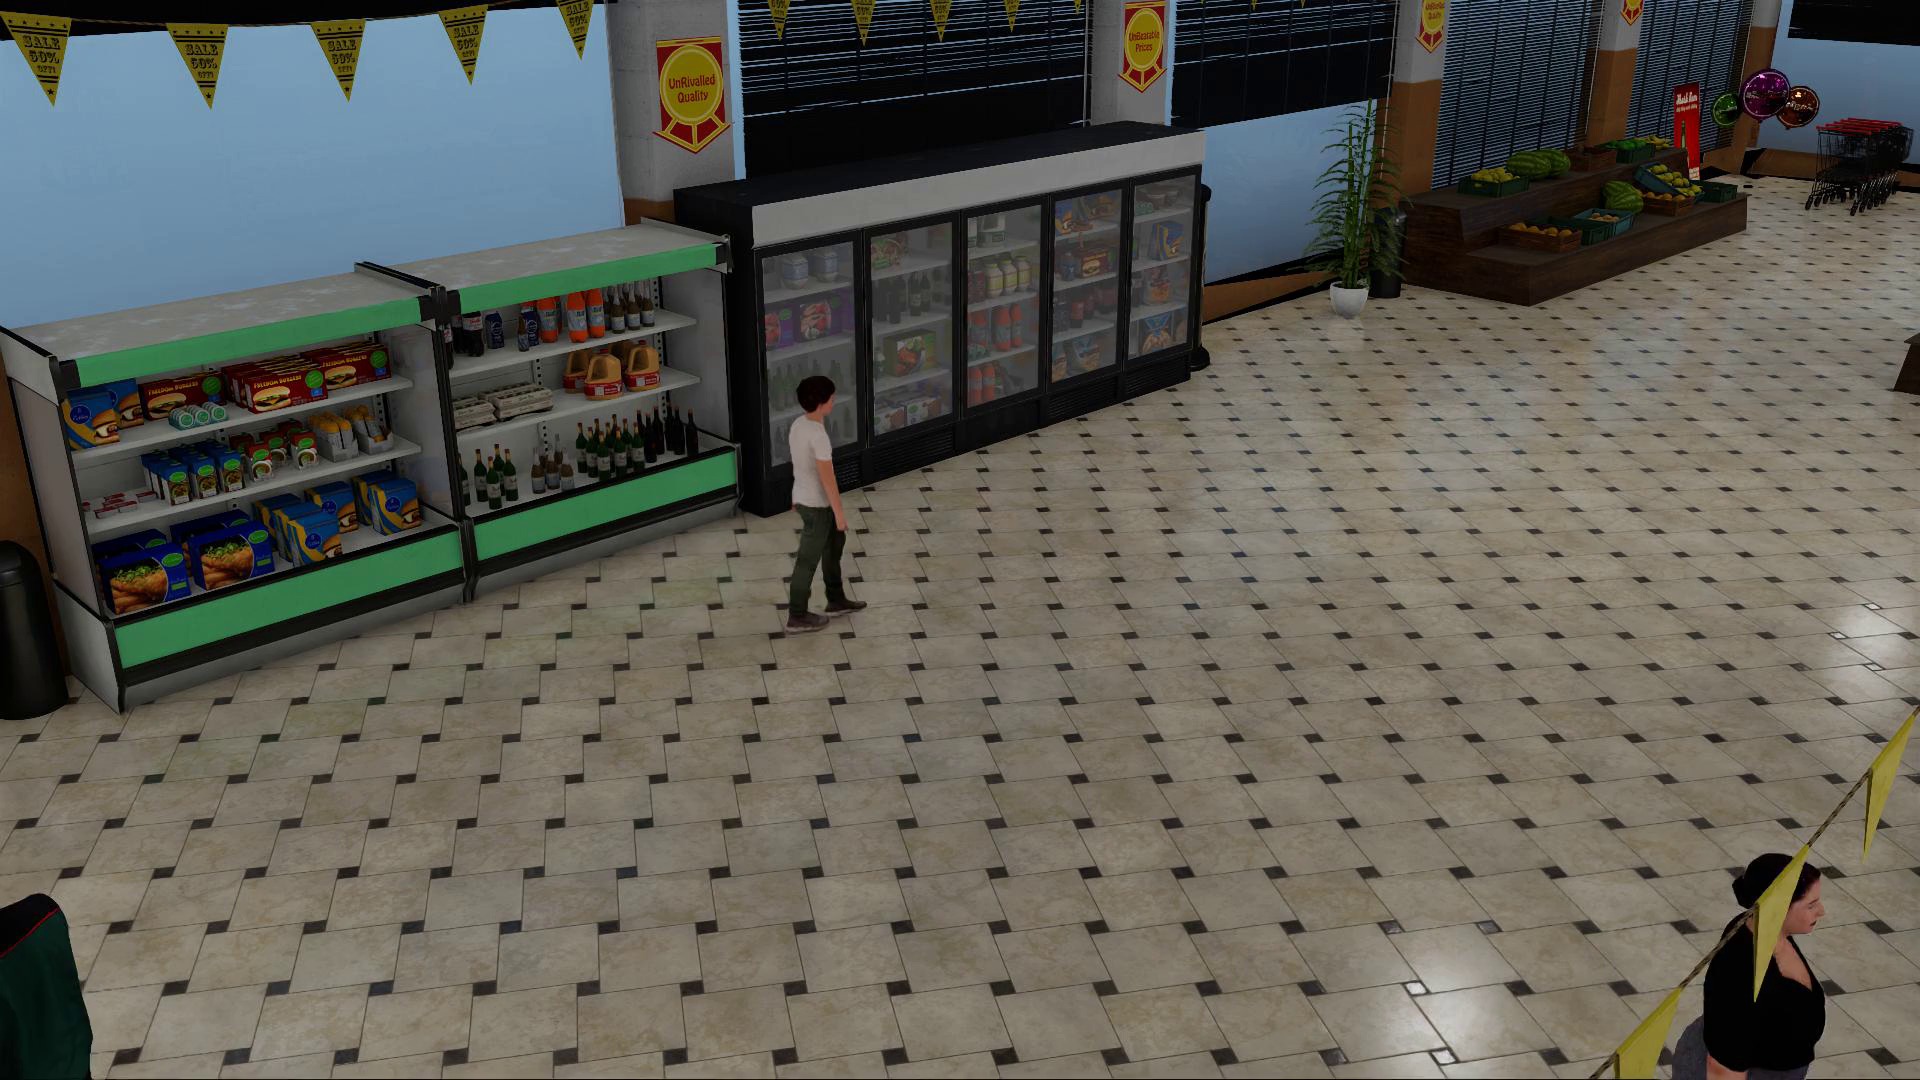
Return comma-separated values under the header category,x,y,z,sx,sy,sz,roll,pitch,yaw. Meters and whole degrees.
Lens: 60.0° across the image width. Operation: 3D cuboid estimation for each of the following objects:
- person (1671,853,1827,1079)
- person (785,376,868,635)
category,x,y,z,sx,sy,sz,roll,pitch,yaw
person,2.321,1.728,5.228,0.796,1.748,0.653,12,25,27
person,-0.964,-0.193,10.155,0.899,1.640,0.774,-9,23,-21
